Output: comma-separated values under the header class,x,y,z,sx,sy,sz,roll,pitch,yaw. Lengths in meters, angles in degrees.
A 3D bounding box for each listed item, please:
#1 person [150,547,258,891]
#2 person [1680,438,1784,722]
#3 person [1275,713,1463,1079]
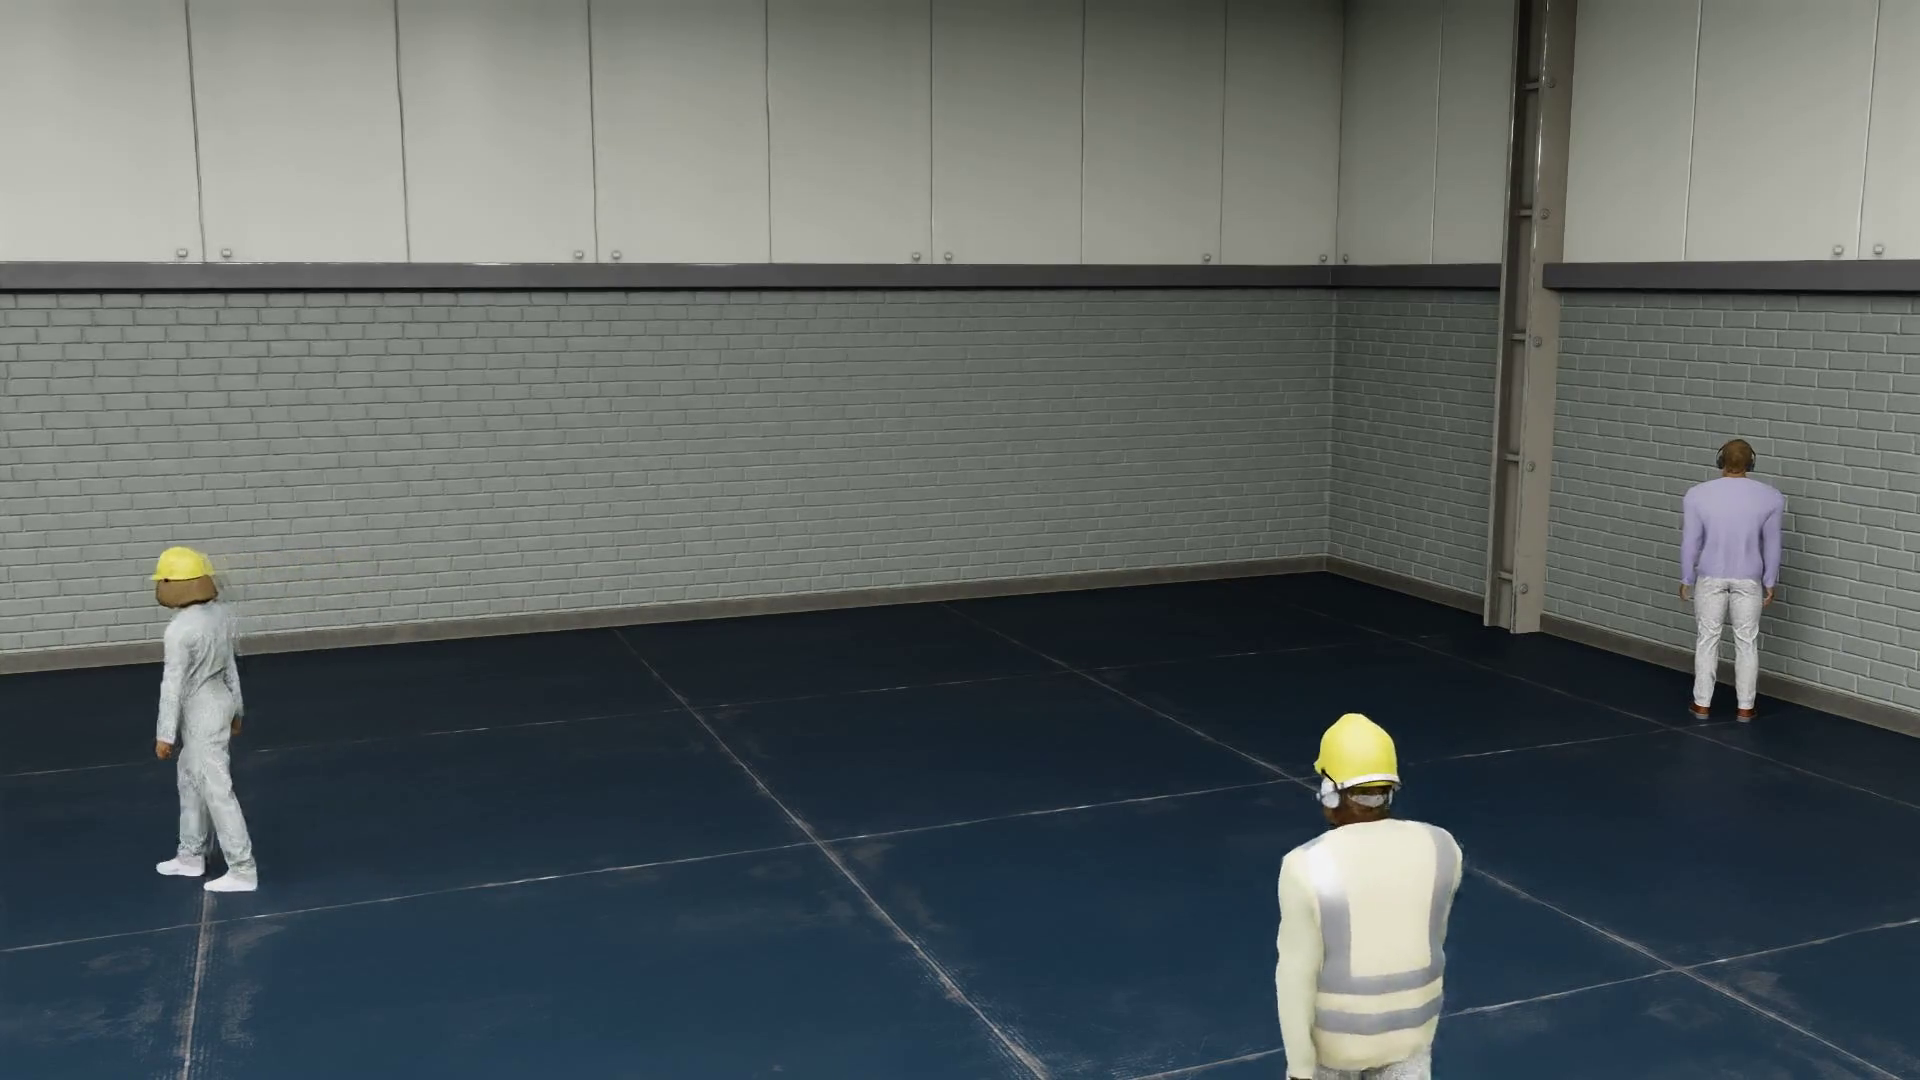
class,x,y,z,sx,sy,sz,roll,pitch,yaw
person,-3.806,0.886,8.153,0.728,1.715,0.513,0,9,1
person,5.229,0.273,11.320,0.627,1.941,0.374,4,10,22
person,1.140,1.375,4.875,0.588,1.778,0.937,-2,9,-12
